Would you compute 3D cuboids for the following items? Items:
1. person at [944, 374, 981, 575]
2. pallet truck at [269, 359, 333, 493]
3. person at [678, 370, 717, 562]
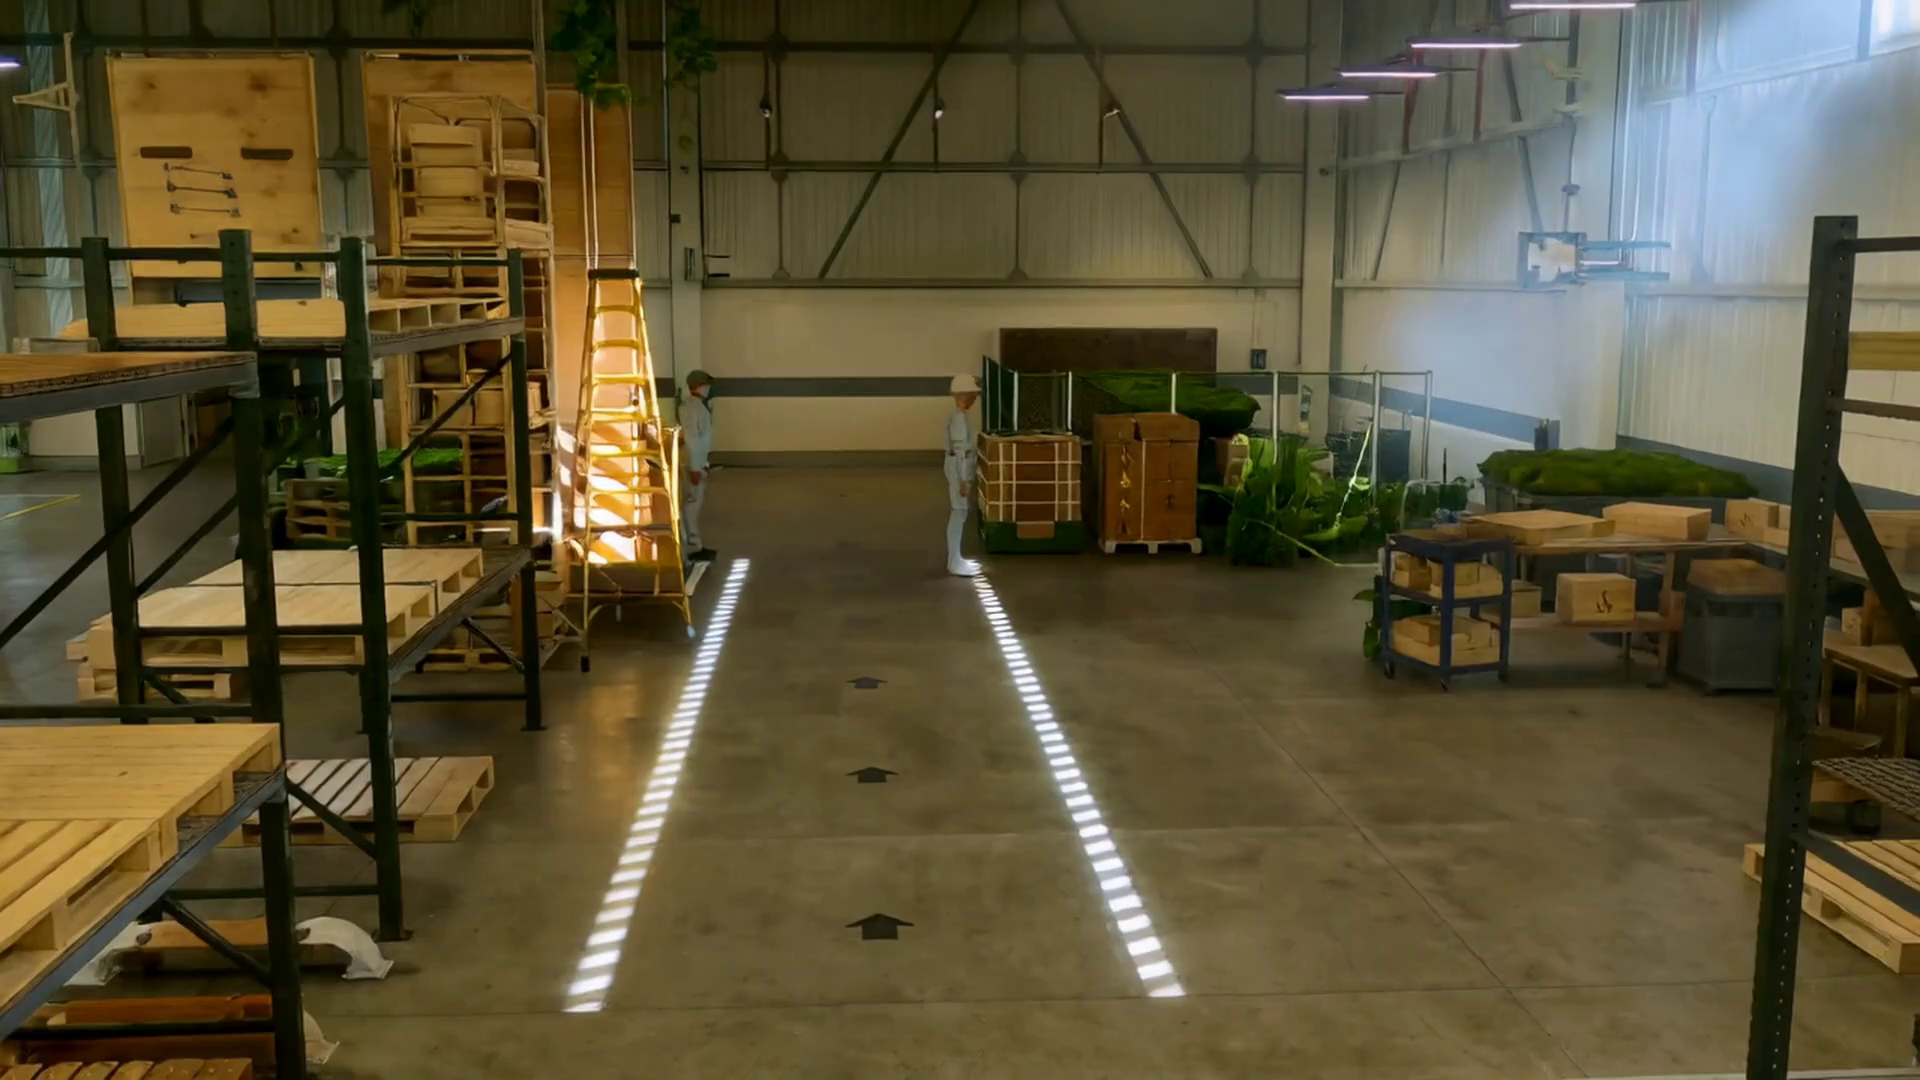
[{"bbox_3d":[0.027,-0.636,16.072,0.357,1.938,0.542,-1,9,-4],"label":"person"},{"bbox_3d":[-7.062,-1.131,18.996,1.885,1.965,0.823,2,9,13],"label":"pallet truck"},{"bbox_3d":[-2.661,-0.754,16.826,0.373,1.936,0.629,-1,9,-4],"label":"person"}]
